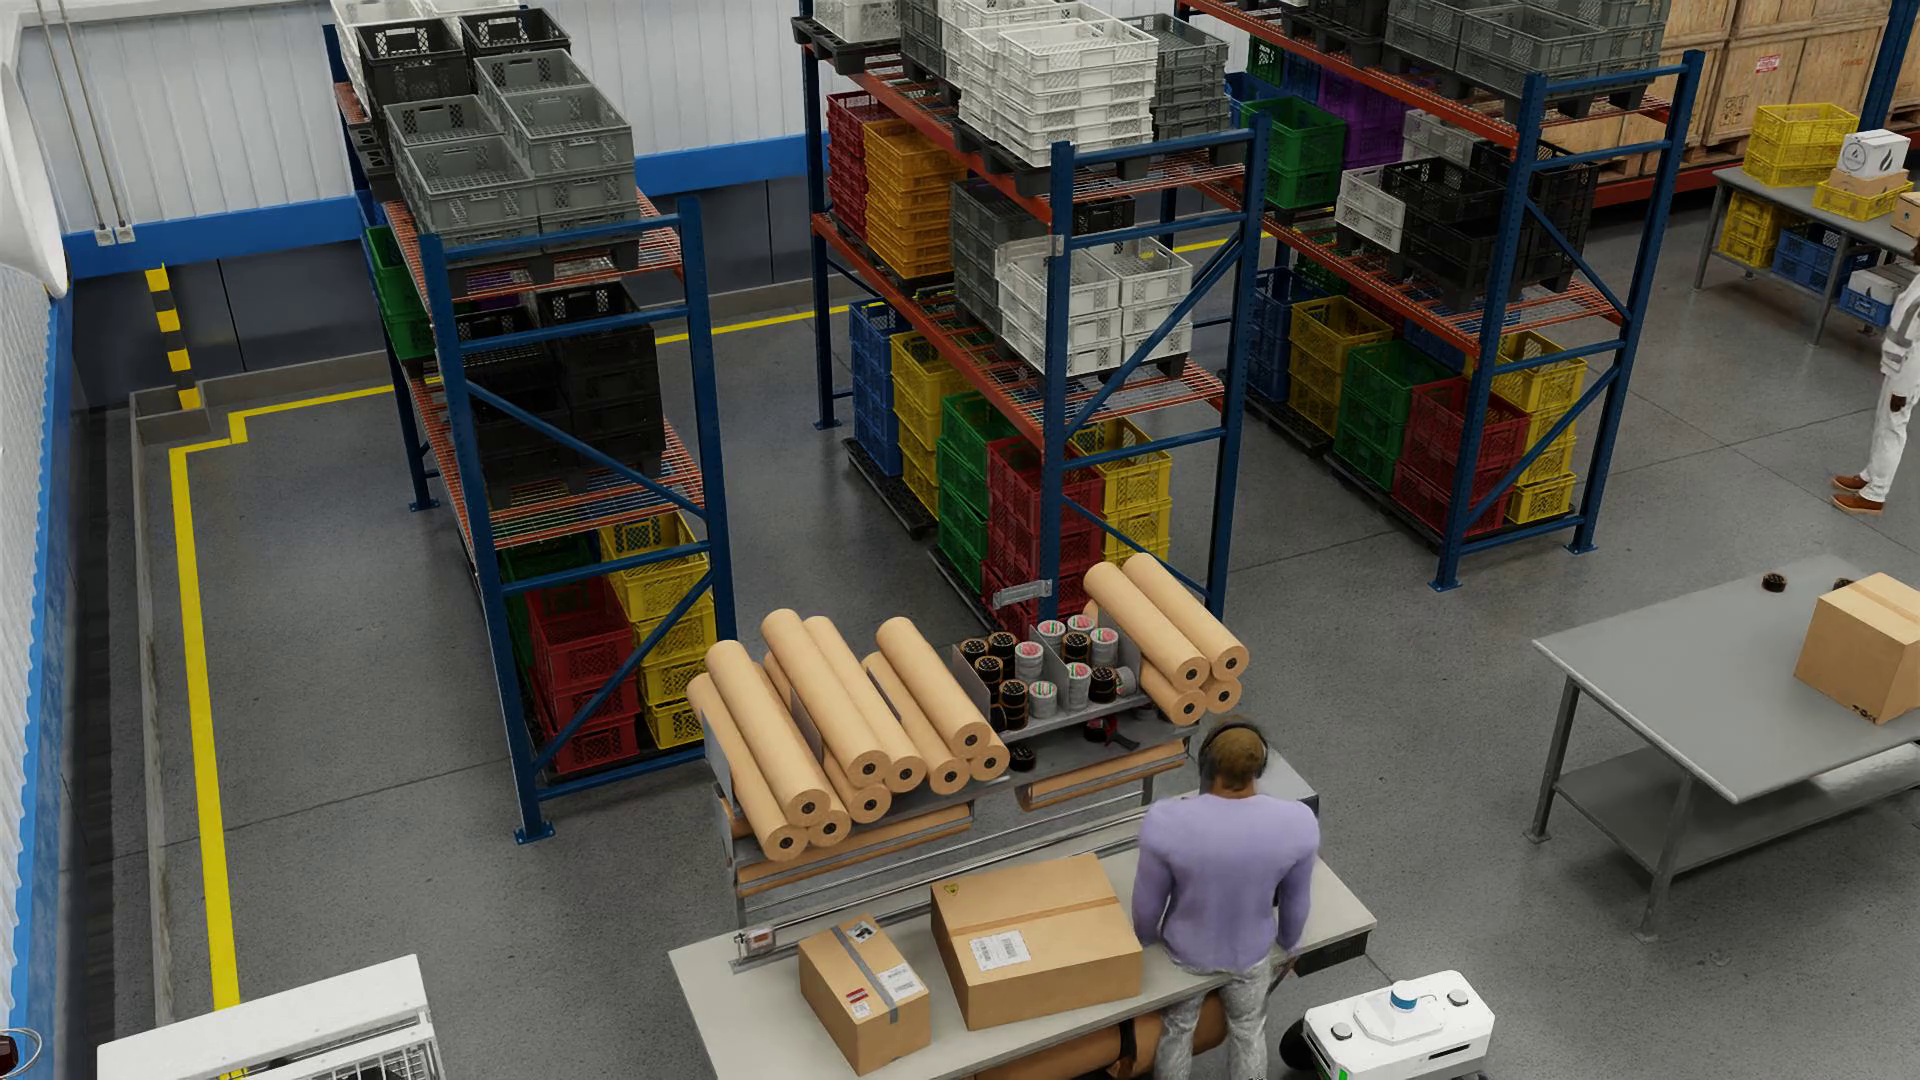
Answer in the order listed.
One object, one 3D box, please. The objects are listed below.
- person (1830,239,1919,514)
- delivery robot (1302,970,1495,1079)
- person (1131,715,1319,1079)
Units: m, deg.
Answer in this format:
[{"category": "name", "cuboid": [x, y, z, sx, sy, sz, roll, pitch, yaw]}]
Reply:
[{"category": "person", "cuboid": [5.734, -1.031, 10.106, 0.360, 1.879, 0.579, 13, 34, 21]}, {"category": "delivery robot", "cuboid": [1.702, 1.920, 6.471, 0.707, 0.478, 0.477, -10, 33, -16]}, {"category": "person", "cuboid": [0.929, 1.451, 6.023, 0.635, 1.927, 0.370, 0, 32, 0]}]
